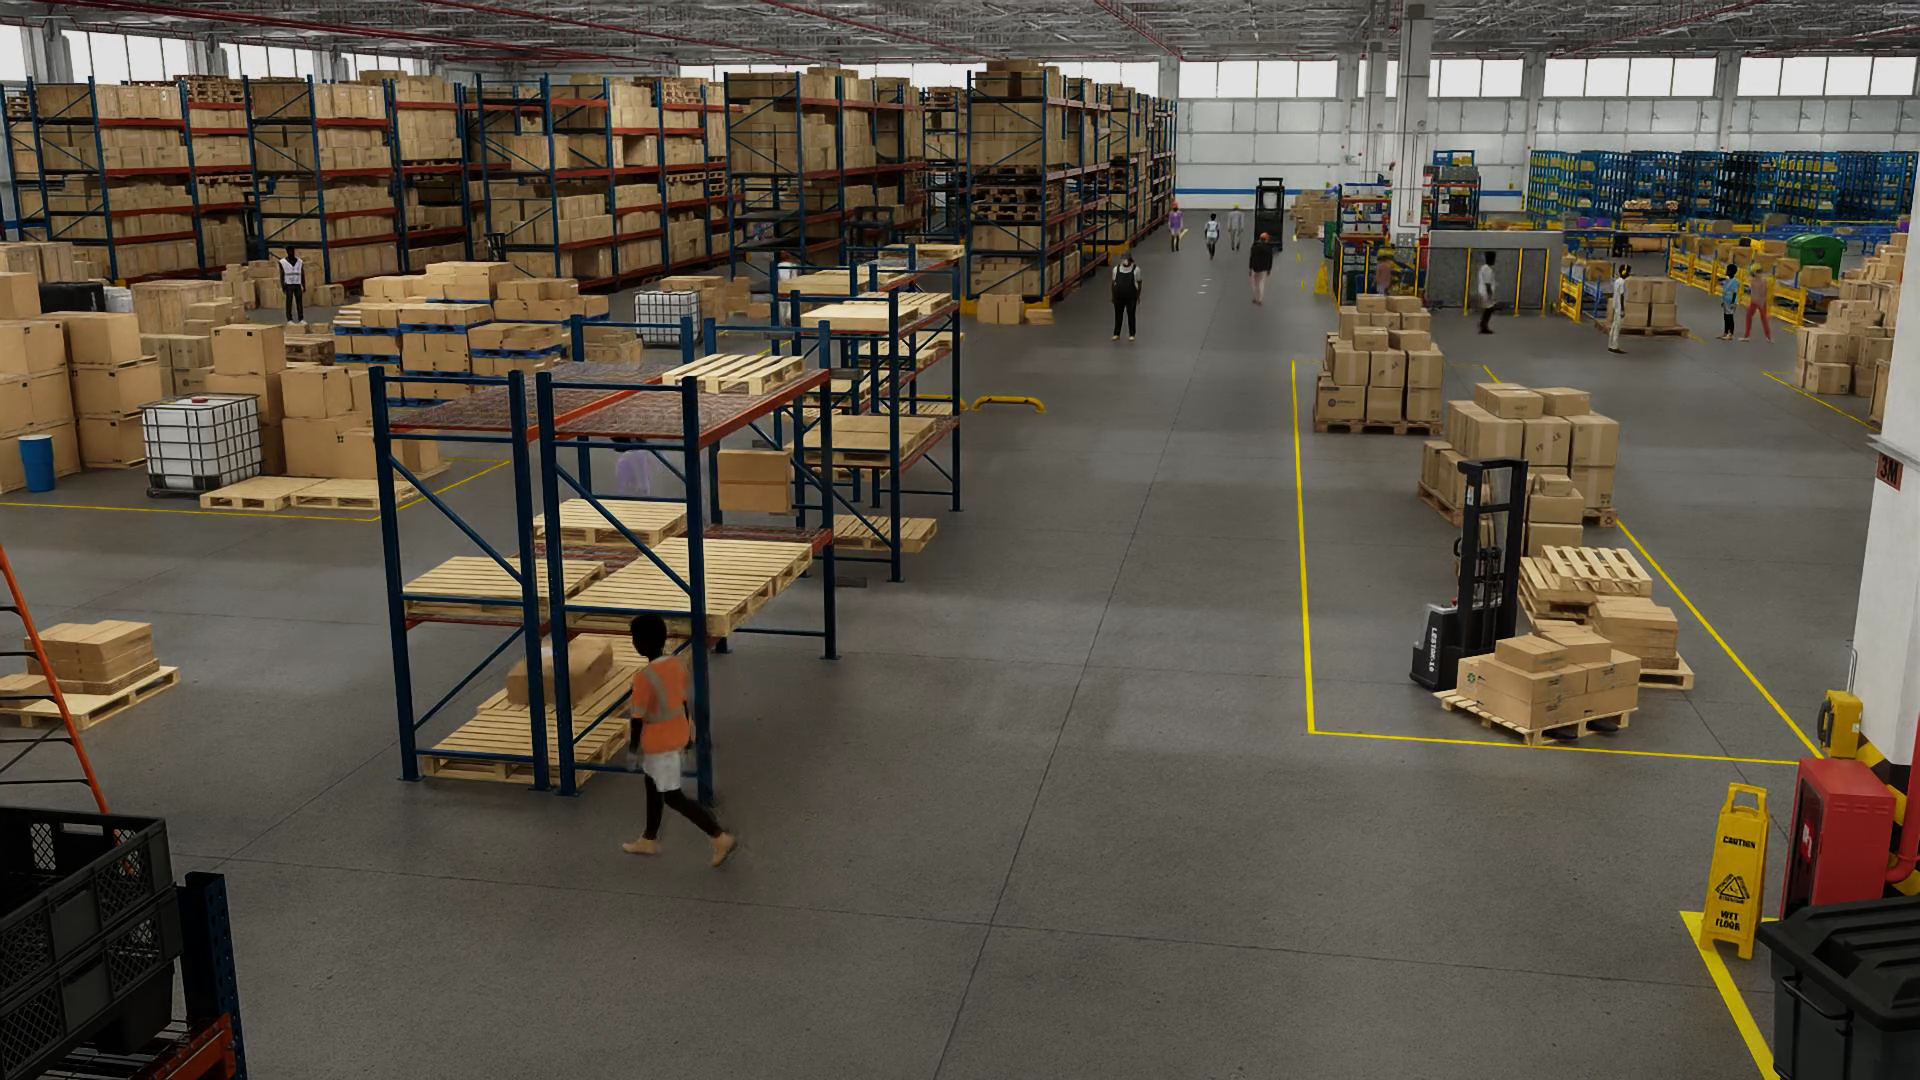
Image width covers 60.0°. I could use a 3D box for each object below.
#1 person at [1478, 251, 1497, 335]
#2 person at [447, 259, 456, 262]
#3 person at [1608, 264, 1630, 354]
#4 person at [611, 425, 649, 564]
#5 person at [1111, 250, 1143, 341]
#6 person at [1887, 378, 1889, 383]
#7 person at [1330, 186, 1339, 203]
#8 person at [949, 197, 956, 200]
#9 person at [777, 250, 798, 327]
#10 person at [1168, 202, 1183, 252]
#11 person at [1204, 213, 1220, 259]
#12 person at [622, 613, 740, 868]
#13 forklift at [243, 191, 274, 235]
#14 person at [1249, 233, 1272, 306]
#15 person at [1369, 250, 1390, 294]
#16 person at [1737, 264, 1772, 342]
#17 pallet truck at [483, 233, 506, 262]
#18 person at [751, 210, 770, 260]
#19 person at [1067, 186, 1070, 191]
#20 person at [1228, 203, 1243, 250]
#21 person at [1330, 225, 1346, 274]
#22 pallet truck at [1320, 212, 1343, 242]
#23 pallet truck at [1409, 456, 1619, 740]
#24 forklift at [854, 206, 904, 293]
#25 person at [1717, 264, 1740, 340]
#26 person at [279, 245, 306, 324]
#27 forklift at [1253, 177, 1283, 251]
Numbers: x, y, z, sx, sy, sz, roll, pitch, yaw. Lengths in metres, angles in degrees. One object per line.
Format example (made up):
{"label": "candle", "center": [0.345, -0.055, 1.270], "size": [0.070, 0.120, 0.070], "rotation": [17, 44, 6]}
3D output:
{"label": "person", "center": [12.173, -5.665, 38.136], "size": [0.522, 1.930, 0.630], "rotation": [3, 14, 12]}
{"label": "person", "center": [-12.233, -5.946, 39.964], "size": [0.821, 1.606, 0.519], "rotation": [-2, 14, -7]}
{"label": "person", "center": [13.927, -4.872, 35.071], "size": [0.328, 1.868, 0.509], "rotation": [1, 14, 5]}
{"label": "person", "center": [-3.187, -0.279, 16.342], "size": [0.554, 1.907, 0.592], "rotation": [1, 14, 3]}
{"label": "person", "center": [3.687, -5.447, 37.047], "size": [0.688, 2.000, 0.536], "rotation": [5, 15, 18]}
{"label": "person", "center": [13.920, -2.279, 24.545], "size": [0.519, 1.881, 0.753], "rotation": [1, 14, 4]}
{"label": "person", "center": [18.605, -16.523, 82.245], "size": [0.756, 1.921, 0.646], "rotation": [12, 18, 41]}
{"label": "person", "center": [-0.455, -18.846, 91.719], "size": [0.546, 1.916, 0.751], "rotation": [1, 14, 3]}
{"label": "person", "center": [-4.095, -5.900, 39.234], "size": [0.593, 1.866, 0.415], "rotation": [1, 14, 5]}
{"label": "person", "center": [8.307, -12.056, 64.158], "size": [0.561, 1.907, 0.820], "rotation": [1, 14, 6]}
{"label": "person", "center": [9.194, -11.066, 60.595], "size": [0.545, 1.679, 0.553], "rotation": [-1, 14, -3]}
{"label": "person", "center": [-1.792, 1.283, 10.520], "size": [0.820, 1.664, 0.535], "rotation": [4, 14, 15]}
{"label": "forklift", "center": [-21.105, -9.170, 50.433], "size": [1.129, 2.768, 1.873], "rotation": [-6, 15, -22]}
{"label": "person", "center": [8.087, -7.273, 44.698], "size": [0.634, 1.930, 1.057], "rotation": [1, 14, 2]}
{"label": "person", "center": [10.318, -6.265, 40.964], "size": [0.528, 1.747, 0.598], "rotation": [-13, 19, -43]}
{"label": "person", "center": [17.774, -5.267, 36.981], "size": [0.640, 1.720, 0.549], "rotation": [-3, 14, -11]}
{"label": "pallet truck", "center": [-11.832, -7.026, 43.548], "size": [1.885, 1.965, 0.823], "rotation": [8, 16, 28]}
{"label": "person", "center": [-7.390, -11.056, 60.355], "size": [1.003, 1.788, 0.635], "rotation": [0, 14, 1]}
{"label": "person", "center": [5.567, -17.536, 86.579], "size": [0.634, 1.823, 0.739], "rotation": [1, 14, 6]}
{"label": "person", "center": [10.823, -12.304, 65.337], "size": [0.593, 1.820, 0.430], "rotation": [2, 14, 6]}
{"label": "person", "center": [12.343, -9.500, 54.370], "size": [0.536, 1.616, 0.447], "rotation": [9, 17, 33]}
{"label": "pallet truck", "center": [15.874, -13.227, 70.310], "size": [0.680, 1.201, 1.601], "rotation": [10, 17, 35]}
{"label": "pallet truck", "center": [4.504, 0.400, 13.395], "size": [0.823, 1.965, 1.885], "rotation": [-6, 15, -23]}
{"label": "forklift", "center": [-2.053, -6.695, 40.387], "size": [1.129, 2.768, 1.873], "rotation": [3, 14, 10]}
{"label": "person", "center": [17.254, -5.328, 37.288], "size": [0.320, 1.694, 0.536], "rotation": [1, 14, 3]}
{"label": "person", "center": [-16.138, -6.165, 40.239], "size": [0.592, 1.911, 0.385], "rotation": [-13, 19, -42]}
{"label": "forklift", "center": [12.083, -12.747, 64.956], "size": [1.129, 2.768, 1.873], "rotation": [3, 14, 10]}
